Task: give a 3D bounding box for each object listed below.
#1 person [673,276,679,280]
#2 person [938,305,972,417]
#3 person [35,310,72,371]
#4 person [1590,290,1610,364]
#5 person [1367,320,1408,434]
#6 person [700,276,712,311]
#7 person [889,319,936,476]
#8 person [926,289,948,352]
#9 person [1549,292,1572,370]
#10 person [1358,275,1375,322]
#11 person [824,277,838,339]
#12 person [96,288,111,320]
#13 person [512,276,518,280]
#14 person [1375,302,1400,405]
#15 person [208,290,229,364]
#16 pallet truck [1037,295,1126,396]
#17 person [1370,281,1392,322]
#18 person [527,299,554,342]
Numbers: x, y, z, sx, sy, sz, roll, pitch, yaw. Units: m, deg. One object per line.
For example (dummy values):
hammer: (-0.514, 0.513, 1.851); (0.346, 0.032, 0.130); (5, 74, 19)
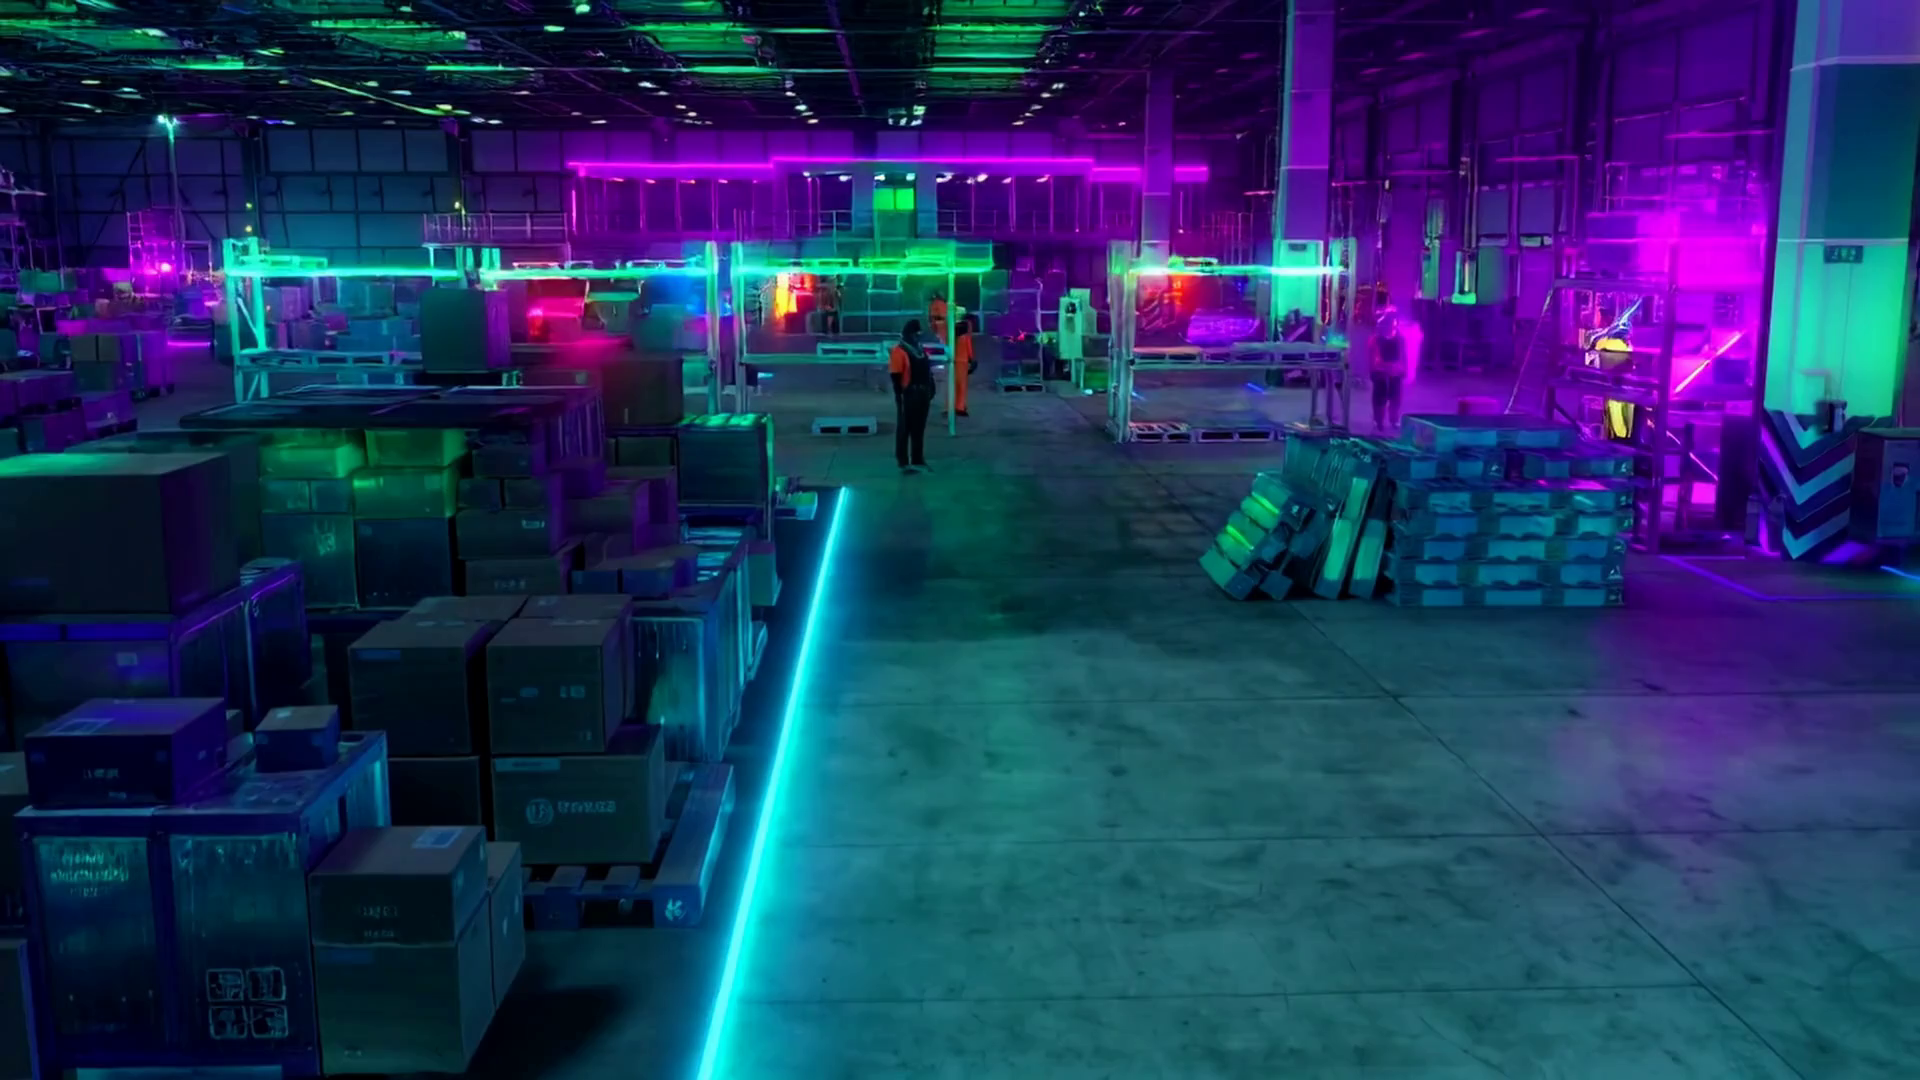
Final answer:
person: (-10.423, -8.760, 60.713); (0.613, 1.833, 0.511); (9, 14, 41)
person: (-0.074, -3.122, 28.991); (0.635, 1.939, 0.361); (-5, 11, -27)
person: (-14.329, -2.649, 26.282); (0.612, 1.964, 0.364); (2, 10, 13)
person: (16.011, -5.380, 41.419); (0.385, 1.995, 0.608); (-1, 10, -8)
person: (6.786, -2.587, 26.386); (0.640, 1.806, 0.734); (1, 10, 6)
person: (-9.326, -8.846, 61.079); (0.475, 1.868, 0.610); (-1, 10, -4)
person: (-0.576, -1.859, 21.675); (0.539, 2.000, 0.688); (7, 12, 34)
person: (-0.557, -5.469, 42.330); (0.584, 1.856, 0.893); (-2, 10, -13)
person: (14.199, -4.948, 39.393); (0.562, 1.853, 0.451); (0, 10, -2)
person: (14.693, -8.692, 60.368); (0.631, 1.819, 0.713); (0, 10, -2)
person: (-4.037, -7.228, 51.884); (0.376, 1.934, 0.547); (-5, 11, -26)
person: (-24.719, -6.395, 47.891); (0.824, 1.701, 0.496); (4, 11, 19)
person: (-15.440, -8.256, 57.794); (0.616, 1.861, 0.990); (4, 11, 19)
person: (8.033, -3.499, 31.150); (0.589, 1.919, 0.392); (-8, 13, -38)
person: (-18.513, -5.349, 41.661); (0.524, 1.848, 0.673); (-1, 10, -3)
pallet truck: (2.483, -3.881, 33.060); (1.885, 1.965, 0.823); (-7, 13, -36)
person: (11.992, -6.414, 47.372); (0.608, 1.932, 0.454); (2, 10, 13)
person: (-8.435, -3.914, 33.550); (0.561, 1.895, 0.978); (5, 11, 27)
